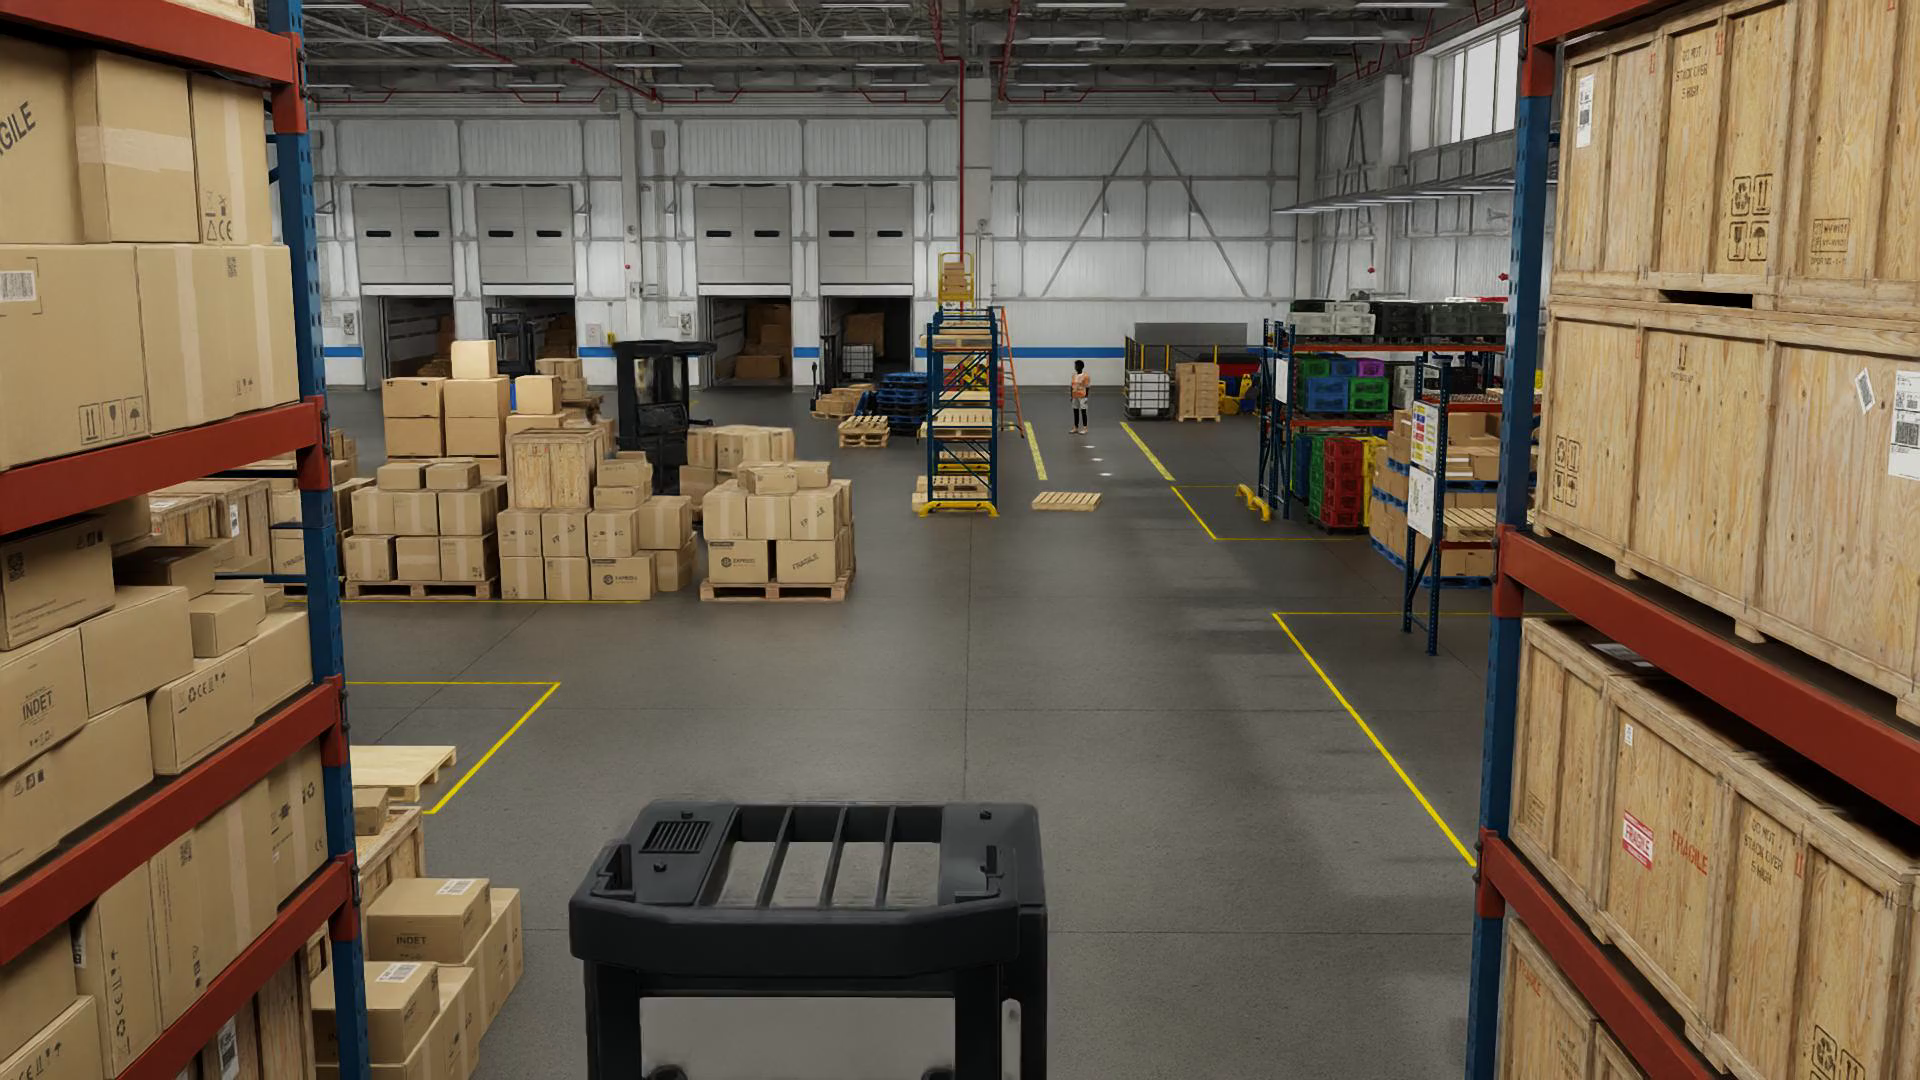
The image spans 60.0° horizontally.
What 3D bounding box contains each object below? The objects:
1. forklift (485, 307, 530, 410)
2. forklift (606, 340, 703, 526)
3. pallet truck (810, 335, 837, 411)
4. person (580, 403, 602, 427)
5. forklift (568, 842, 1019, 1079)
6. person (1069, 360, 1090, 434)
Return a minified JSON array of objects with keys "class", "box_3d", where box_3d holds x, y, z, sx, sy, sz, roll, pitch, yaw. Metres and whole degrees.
[{"class":"forklift","box_3d":[-10.754,-4.150,39.646,1.129,2.768,1.873,0,10,1]},{"class":"forklift","box_3d":[-4.685,-1.580,24.820,1.873,2.768,1.129,8,12,37]},{"class":"pallet truck","box_3d":[-3.021,-4.312,43.126,1.885,1.965,0.823,3,10,17]},{"class":"person","box_3d":[-5.534,-1.077,24.702,0.642,1.923,0.631,1,10,6]},{"class":"forklift","box_3d":[-0.340,2.066,3.780,1.129,2.768,1.873,0,10,1]},{"class":"person","box_3d":[2.716,-3.249,37.860,0.317,1.695,0.540,-9,14,-44]}]
